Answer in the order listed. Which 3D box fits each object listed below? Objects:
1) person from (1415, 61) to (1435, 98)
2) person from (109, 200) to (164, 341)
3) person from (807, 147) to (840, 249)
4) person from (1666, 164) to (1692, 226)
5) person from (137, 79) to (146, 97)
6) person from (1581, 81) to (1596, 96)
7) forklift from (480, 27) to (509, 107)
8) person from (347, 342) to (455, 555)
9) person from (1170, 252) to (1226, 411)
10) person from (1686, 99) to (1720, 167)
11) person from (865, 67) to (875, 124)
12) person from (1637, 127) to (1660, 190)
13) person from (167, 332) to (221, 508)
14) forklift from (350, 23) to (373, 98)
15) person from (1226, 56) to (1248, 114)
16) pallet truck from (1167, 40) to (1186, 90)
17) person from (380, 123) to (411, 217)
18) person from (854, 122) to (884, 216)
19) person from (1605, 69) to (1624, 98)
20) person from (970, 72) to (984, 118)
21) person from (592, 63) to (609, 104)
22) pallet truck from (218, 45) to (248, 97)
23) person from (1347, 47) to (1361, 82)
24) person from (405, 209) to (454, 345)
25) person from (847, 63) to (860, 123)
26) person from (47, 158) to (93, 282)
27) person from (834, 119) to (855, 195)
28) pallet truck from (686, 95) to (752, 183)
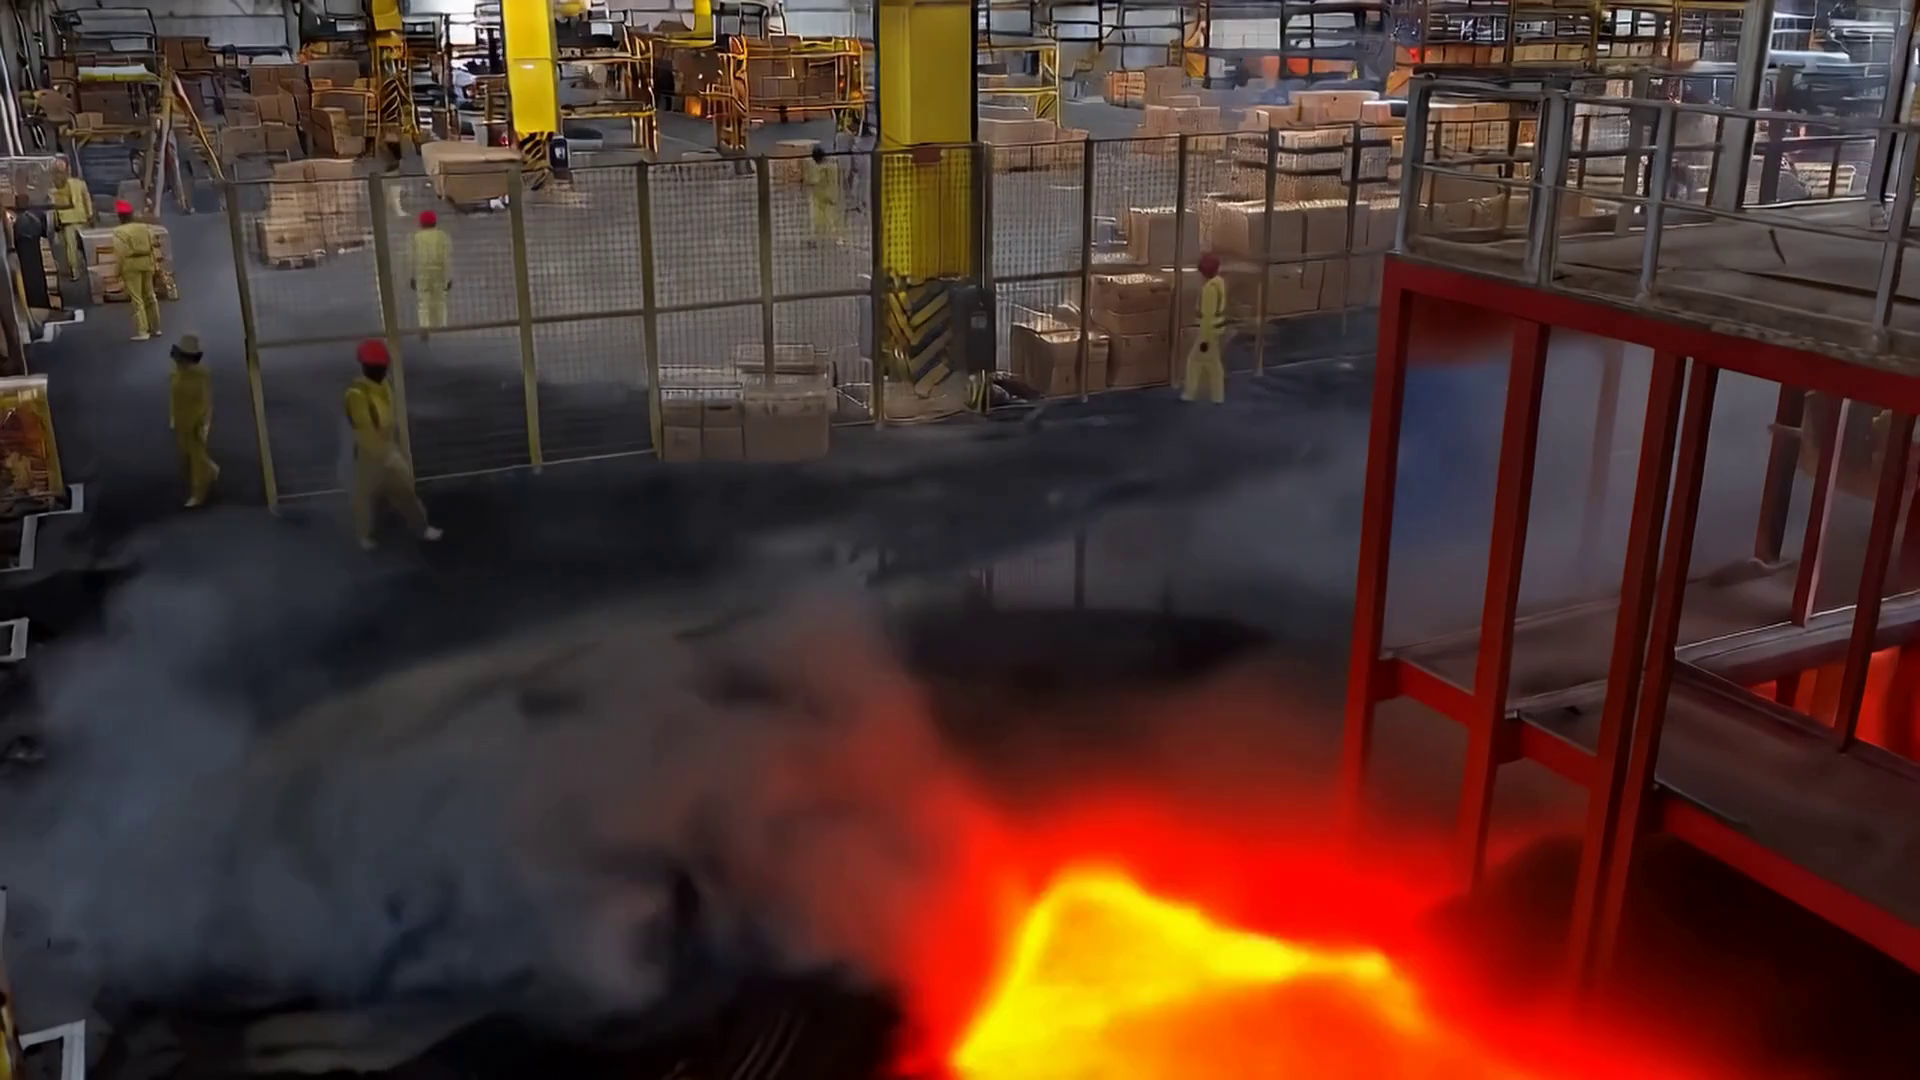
[{"bbox_3d":[14.976,-14.471,53.887,0.674,2.000,0.536,-1,19,-4],"label":"person"},{"bbox_3d":[-11.327,-3.708,22.900,0.471,1.907,0.638,14,23,34],"label":"person"},{"bbox_3d":[-2.524,-6.264,30.424,0.636,1.819,0.675,13,23,34],"label":"person"},{"bbox_3d":[11.910,-5.381,27.873,0.728,1.824,0.525,16,25,39],"label":"person"},{"bbox_3d":[-25.201,-13.422,51.468,0.523,1.631,0.323,8,21,23],"label":"person"},{"bbox_3d":[18.267,-12.543,48.483,0.370,1.916,0.597,-5,20,-15],"label":"person"},{"bbox_3d":[-16.857,-17.371,61.027,1.129,2.768,1.873,14,24,35],"label":"forklift"},{"bbox_3d":[-4.913,-0.757,14.339,0.983,1.896,0.606,6,20,17],"label":"person"},{"bbox_3d":[2.830,-2.406,19.187,0.639,1.851,0.633,8,21,22],"label":"person"},{"bbox_3d":[18.274,-9.893,40.894,0.839,1.871,0.574,7,20,20],"label":"person"},{"bbox_3d":[-2.812,-14.261,53.514,0.578,1.882,0.346,16,25,39],"label":"person"},{"bbox_3d":[15.578,-8.614,37.145,0.808,1.894,0.597,18,26,42],"label":"person"},{"bbox_3d":[-7.270,-1.174,15.861,0.513,1.700,0.497,5,20,15],"label":"person"},{"bbox_3d":[-23.273,-18.693,64.859,1.129,2.768,1.873,14,23,35],"label":"forklift"},{"bbox_3d":[9.804,-16.014,58.488,0.615,1.949,0.895,-15,24,-37],"label":"person"},{"bbox_3d":[9.045,-19.971,69.895,0.823,1.965,1.885,-3,19,-8],"label":"pallet truck"},{"bbox_3d":[-11.714,-7.609,34.186,0.718,1.915,0.555,7,20,20],"label":"person"},{"bbox_3d":[-1.884,-7.723,34.546,0.990,1.903,0.642,14,24,36],"label":"person"},{"bbox_3d":[21.227,-14.370,53.984,0.592,1.789,0.789,15,24,38],"label":"person"},{"bbox_3d":[0.436,-14.787,55.488,0.864,1.598,0.534,-4,19,-11],"label":"person"},{"bbox_3d":[-13.032,-16.629,60.376,0.639,1.890,0.999,-15,24,-37],"label":"person"},{"bbox_3d":[-28.879,-18.665,66.111,0.823,1.965,1.885,-3,19,-9],"label":"pallet truck"},{"bbox_3d":[16.212,-19.341,68.350,0.837,1.818,0.632,-10,21,-27],"label":"person"},{"bbox_3d":[-7.195,-3.565,22.616,0.630,1.824,0.781,-3,19,-8],"label":"person"},{"bbox_3d":[-3.512,-14.687,54.707,0.407,1.918,0.584,2,19,6],"label":"person"},{"bbox_3d":[-14.490,-5.219,27.135,0.623,1.993,0.385,-18,26,-42],"label":"person"},{"bbox_3d":[-2.598,-8.635,37.503,0.534,1.691,0.321,10,21,27],"label":"person"},{"bbox_3d":[-5.836,-9.608,39.856,0.823,1.965,1.885,10,22,27],"label":"pallet truck"}]
